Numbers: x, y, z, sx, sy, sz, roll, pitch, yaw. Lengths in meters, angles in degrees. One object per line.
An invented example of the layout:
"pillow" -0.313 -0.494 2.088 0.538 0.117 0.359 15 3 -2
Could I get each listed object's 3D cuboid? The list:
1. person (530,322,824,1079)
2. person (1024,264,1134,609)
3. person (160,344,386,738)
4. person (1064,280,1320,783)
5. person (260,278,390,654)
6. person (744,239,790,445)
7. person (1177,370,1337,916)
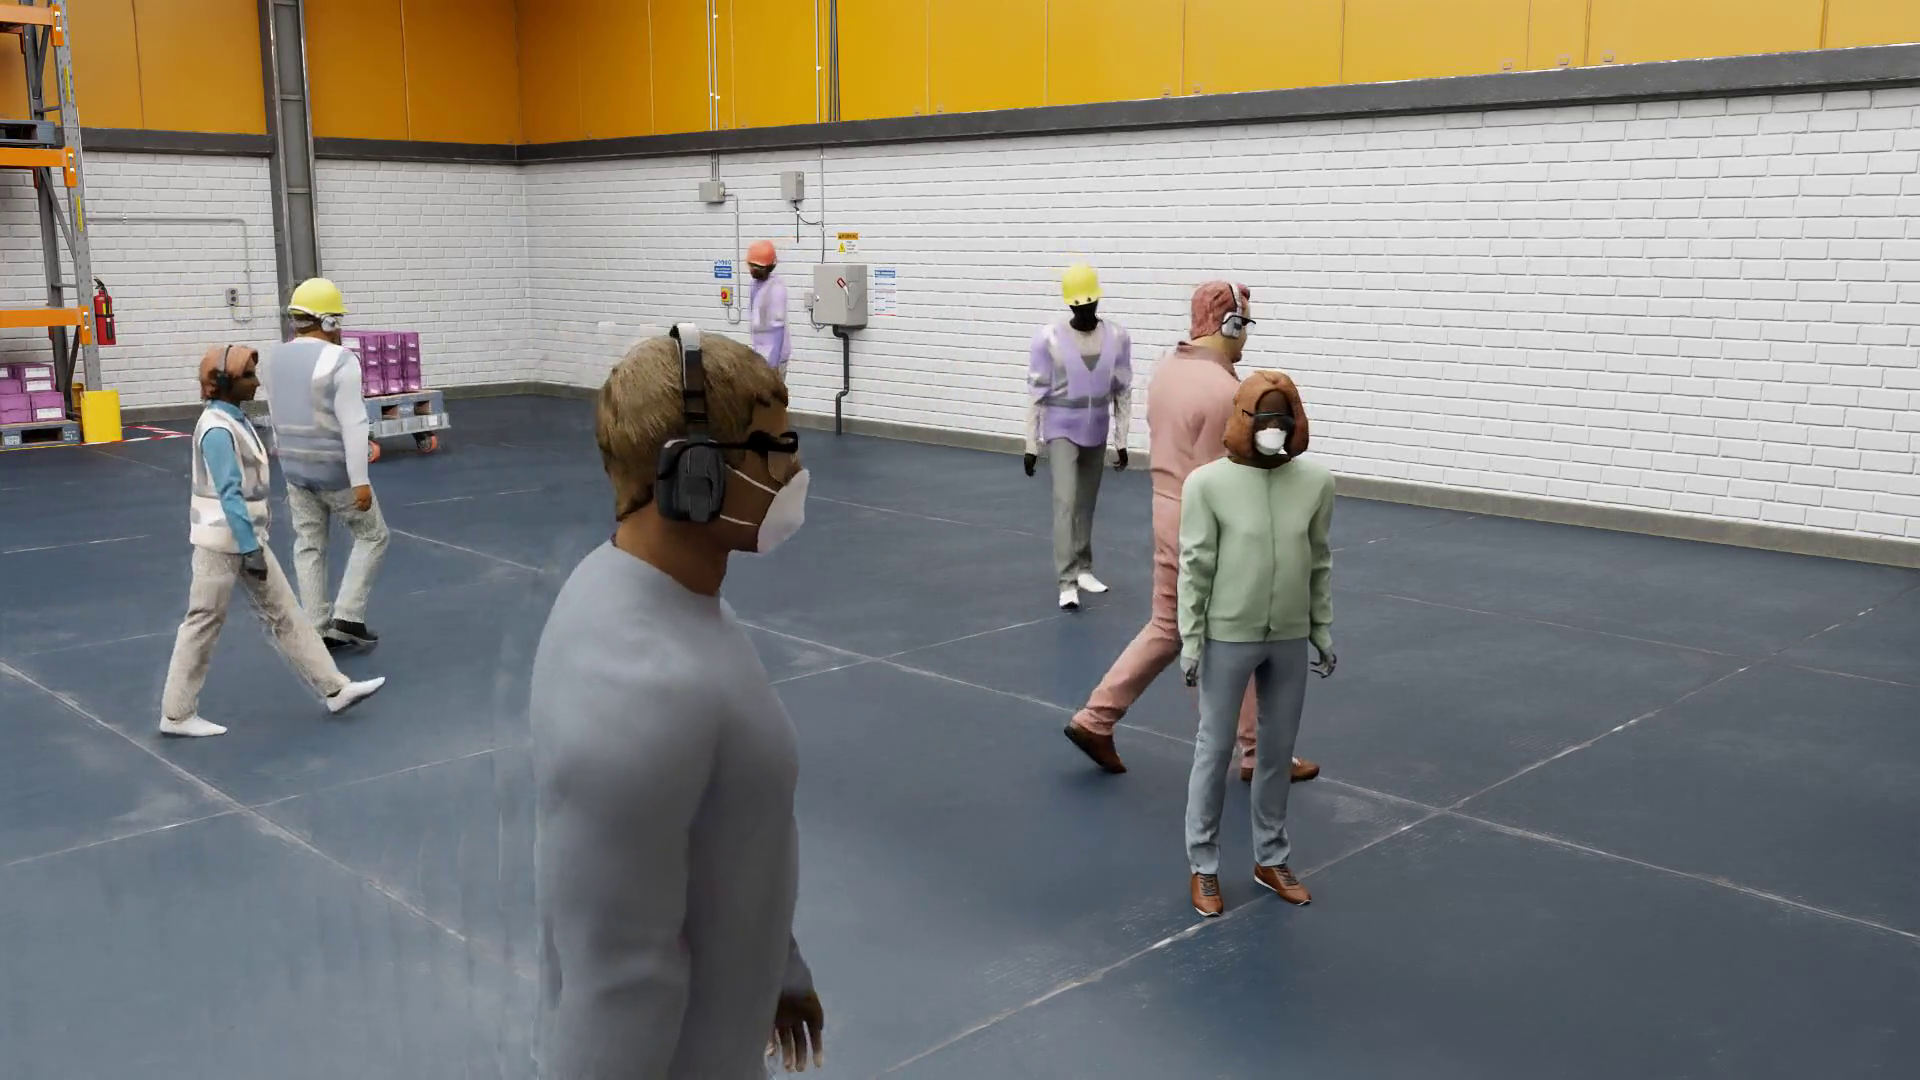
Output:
"person" -0.255 0.686 2.145 0.756 1.913 0.642 -3 11 -16
"person" 0.654 -0.563 9.113 0.615 1.861 0.825 -4 11 -23
"person" -2.850 0.008 6.732 0.884 1.584 0.526 -2 11 -11
"person" 0.862 -0.017 6.100 0.865 1.867 0.637 -3 11 -17
"person" -3.031 -0.339 7.990 0.624 1.816 0.459 5 11 24
"person" -1.672 -1.606 14.443 0.528 1.990 0.679 -6 12 -29
"person" 0.889 0.307 4.981 0.509 1.631 0.267 -3 11 -16
